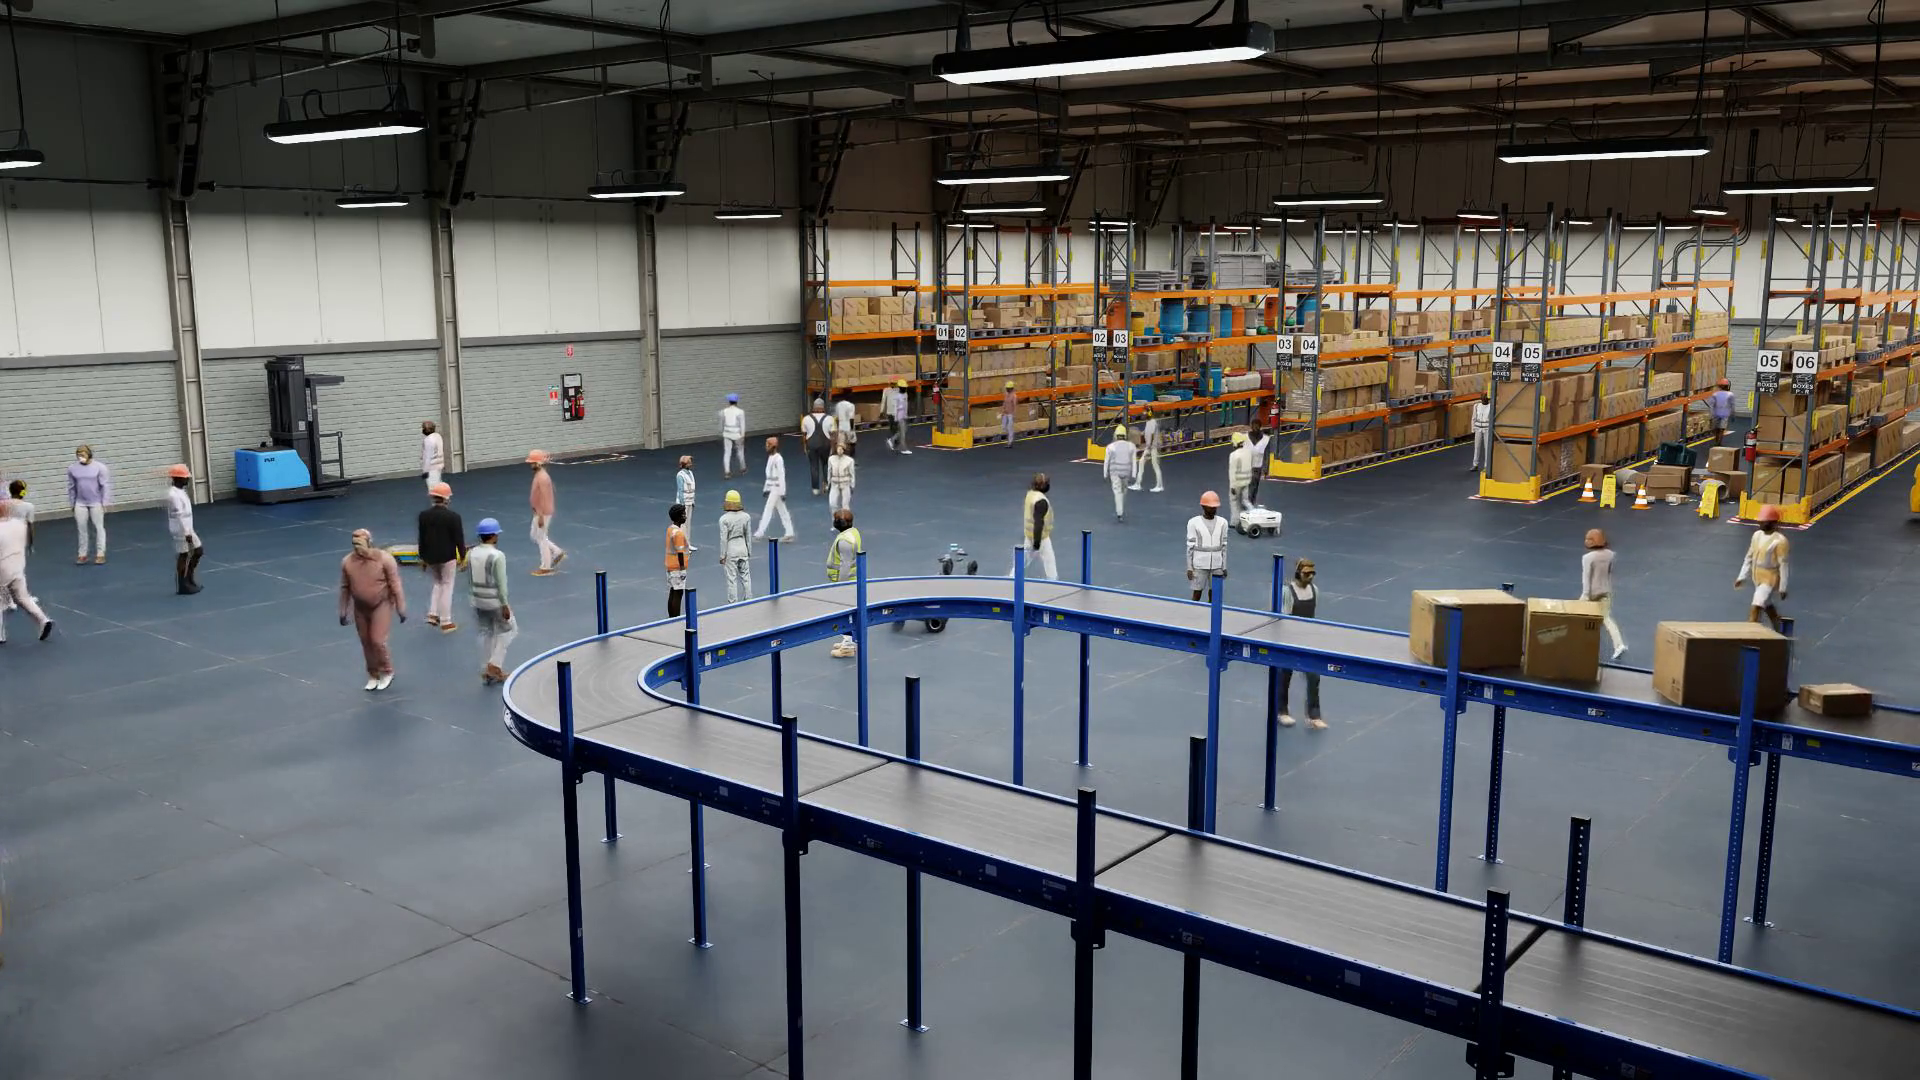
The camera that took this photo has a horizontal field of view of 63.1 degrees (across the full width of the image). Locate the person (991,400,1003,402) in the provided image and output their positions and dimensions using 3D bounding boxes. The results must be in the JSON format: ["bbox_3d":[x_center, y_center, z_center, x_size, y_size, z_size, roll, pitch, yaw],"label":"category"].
[{"bbox_3d":[1.023,-3.960,44.688,0.597,1.804,0.791,7,12,35],"label":"person"}]

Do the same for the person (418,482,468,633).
[{"bbox_3d":[-6.801,0.228,20.610,0.612,1.978,0.452,4,11,20],"label":"person"}]

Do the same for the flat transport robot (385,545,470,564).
[{"bbox_3d":[-8.774,0.232,25.516,1.431,0.197,0.652,0,10,1],"label":"flat transport robot"}]

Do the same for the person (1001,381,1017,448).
[{"bbox_3d":[1.292,-3.311,41.139,0.339,1.764,0.559,-8,13,-36],"label":"person"}]

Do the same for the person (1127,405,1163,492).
[{"bbox_3d":[3.950,-1.923,33.148,0.872,1.835,0.542,-3,10,-16],"label":"person"}]

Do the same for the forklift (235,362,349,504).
[{"bbox_3d":[-13.803,-2.244,32.110,1.129,2.768,1.873,8,13,37],"label":"forklift"}]

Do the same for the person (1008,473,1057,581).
[{"bbox_3d":[1.089,-0.086,22.911,0.962,1.802,0.640,-3,10,-15],"label":"person"}]

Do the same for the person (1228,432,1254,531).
[{"bbox_3d":[5.101,-1.046,28.267,0.600,1.811,0.617,-7,12,-34],"label":"person"}]

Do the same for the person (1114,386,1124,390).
[{"bbox_3d":[5.355,-5.243,52.194,0.535,1.699,0.318,6,12,32],"label":"person"}]

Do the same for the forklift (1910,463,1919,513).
[{"bbox_3d":[19.034,-1.348,28.998,2.313,2.155,1.214,8,13,37],"label":"forklift"}]

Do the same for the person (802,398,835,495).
[{"bbox_3d":[-2.985,-1.984,33.006,0.690,2.000,0.694,-1,10,-5],"label":"person"}]

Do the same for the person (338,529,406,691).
[{"bbox_3d":[-6.669,0.793,17.720,0.726,1.881,0.546,1,10,7],"label":"person"}]

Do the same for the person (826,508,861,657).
[{"bbox_3d":[-1.436,0.514,19.391,0.429,1.844,0.627,1,10,3],"label":"person"}]

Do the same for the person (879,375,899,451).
[{"bbox_3d":[-1.767,-3.287,40.426,0.636,1.959,0.805,4,11,23],"label":"person"}]

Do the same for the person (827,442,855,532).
[{"bbox_3d":[-2.159,-0.947,28.207,0.555,1.616,0.553,3,10,14],"label":"person"}]

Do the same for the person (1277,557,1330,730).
[{"bbox_3d":[3.560,1.088,16.242,0.520,1.814,0.802,-5,11,-24],"label":"person"}]

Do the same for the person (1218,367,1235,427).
[{"bbox_3d":[7.906,-4.212,46.198,0.526,1.769,0.330,7,12,35],"label":"person"}]

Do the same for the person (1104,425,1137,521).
[{"bbox_3d":[3.028,-1.268,29.564,0.602,1.791,0.943,-1,10,-7],"label":"person"}]

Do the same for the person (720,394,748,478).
[{"bbox_3d":[-5.138,-2.371,35.482,0.633,1.893,0.991,3,10,14],"label":"person"}]

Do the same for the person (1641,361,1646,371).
[{"bbox_3d":[19.961,-4.214,45.493,0.597,2.016,0.614,-4,11,-20],"label":"person"}]

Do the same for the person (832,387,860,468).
[{"bbox_3d":[-2.733,-2.637,36.851,0.611,1.943,0.805,10,14,44],"label":"person"}]

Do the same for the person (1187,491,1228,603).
[{"bbox_3d":[3.198,0.325,20.184,0.552,1.935,0.361,-2,10,-11],"label":"person"}]

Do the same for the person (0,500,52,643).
[{"bbox_3d":[-12.128,0.398,19.952,0.864,1.882,0.649,2,10,13],"label":"person"}]

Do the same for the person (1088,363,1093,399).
[{"bbox_3d":[4.362,-4.903,50.507,0.466,1.614,0.498,-6,12,-29],"label":"person"}]

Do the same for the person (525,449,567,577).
[{"bbox_3d":[-6.473,-0.427,24.319,0.501,1.980,0.620,-4,11,-22],"label":"person"}]

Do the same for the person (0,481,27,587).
[{"bbox_3d":[-14.217,-0.138,22.956,0.674,1.870,0.895,4,11,24],"label":"person"}]

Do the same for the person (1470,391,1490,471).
[{"bbox_3d":[12.180,-2.533,36.418,0.575,1.885,0.355,7,12,35],"label":"person"}]

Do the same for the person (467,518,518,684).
[{"bbox_3d":[-5.394,0.705,18.038,0.634,1.935,0.438,7,12,34],"label":"person"}]

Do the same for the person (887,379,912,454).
[{"bbox_3d":[-1.533,-3.144,39.776,0.636,1.912,0.606,4,11,23],"label":"person"}]

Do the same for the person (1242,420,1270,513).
[{"bbox_3d":[5.585,-1.350,29.796,0.609,1.866,0.987,1,10,6],"label":"person"}]

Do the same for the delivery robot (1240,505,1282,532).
[{"bbox_3d":[5.368,-0.380,27.899,0.707,0.478,0.477,-3,10,-17],"label":"delivery robot"}]

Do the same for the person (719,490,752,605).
[{"bbox_3d":[-3.105,0.180,21.545,0.492,1.742,0.319,-8,13,-39],"label":"person"}]

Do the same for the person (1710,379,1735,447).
[{"bbox_3d":[19.556,-3.189,40.141,0.550,1.885,1.018,9,13,41],"label":"person"}]

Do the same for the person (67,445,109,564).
[{"bbox_3d":[-14.073,-0.576,25.282,0.646,1.936,0.412,-1,10,-7],"label":"person"}]

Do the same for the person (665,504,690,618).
[{"bbox_3d":[-3.718,0.365,20.634,0.318,1.695,0.540,-4,11,-23],"label":"person"}]

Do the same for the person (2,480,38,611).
[{"bbox_3d":[-13.316,0.072,21.999,0.525,1.815,0.819,-1,10,-3],"label":"person"}]

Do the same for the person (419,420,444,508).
[{"bbox_3d":[-10.138,-1.377,30.033,0.429,1.840,0.633,0,10,2],"label":"person"}]

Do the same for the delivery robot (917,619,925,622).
[{"bbox_3d":[-0.540,0.878,20.819,0.707,0.478,0.477,1,10,5],"label":"delivery robot"}]

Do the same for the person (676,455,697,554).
[{"bbox_3d":[-4.602,-0.607,26.265,0.315,1.641,0.514,2,10,10],"label":"person"}]

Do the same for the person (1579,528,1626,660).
[{"bbox_3d":[7.885,0.655,19.273,0.502,1.600,0.800,-3,11,-19],"label":"person"}]

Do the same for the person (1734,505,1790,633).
[{"bbox_3d":[9.941,0.501,19.364,1.011,1.887,0.550,-1,10,-6],"label":"person"}]

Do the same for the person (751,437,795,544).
[{"bbox_3d":[-3.313,-0.853,27.082,0.962,1.833,0.596,-3,10,-16],"label":"person"}]

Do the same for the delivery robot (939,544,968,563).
[{"bbox_3d":[-0.089,0.175,24.040,0.335,0.223,0.698,4,11,23],"label":"delivery robot"}]

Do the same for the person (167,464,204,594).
[{"bbox_3d":[-11.331,-0.158,22.947,0.471,1.921,0.562,-2,10,-12],"label":"person"}]
